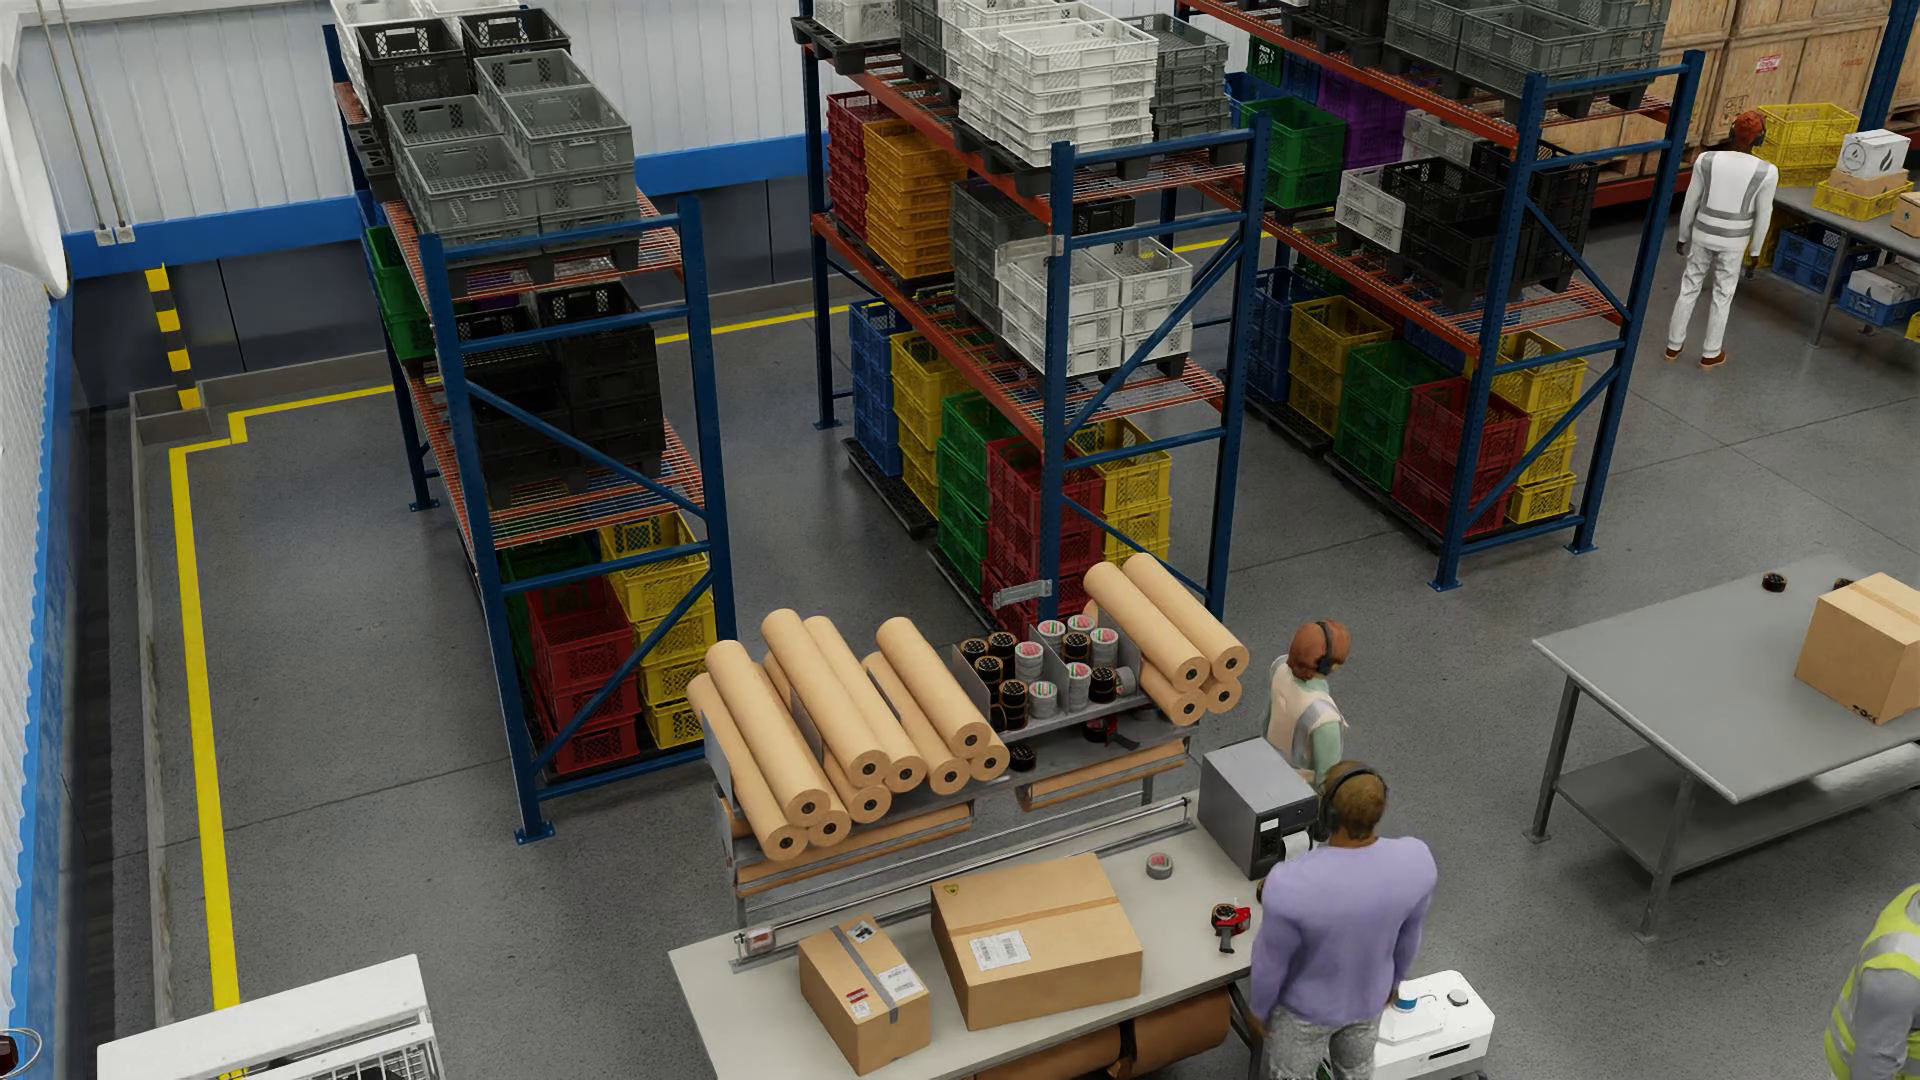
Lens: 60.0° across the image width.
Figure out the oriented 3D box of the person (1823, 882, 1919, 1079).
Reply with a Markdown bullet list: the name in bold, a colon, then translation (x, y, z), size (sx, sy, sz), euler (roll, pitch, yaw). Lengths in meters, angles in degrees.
- **person**: translation (3.128, 1.770, 5.589), size (0.429, 1.838, 0.621), euler (24, 39, 34)

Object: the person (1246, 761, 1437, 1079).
- **person**: translation (1.292, 1.580, 5.814), size (0.628, 1.930, 0.378), euler (-9, 33, -14)

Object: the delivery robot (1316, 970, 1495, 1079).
- **delivery robot**: translation (1.702, 1.920, 6.471), size (0.707, 0.478, 0.477), euler (-10, 33, -16)

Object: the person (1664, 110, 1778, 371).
- **person**: translation (5.428, -2.133, 11.881), size (0.585, 1.882, 0.343), euler (21, 38, 31)

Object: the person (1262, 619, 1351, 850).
- **person**: translation (1.408, 1.037, 6.965), size (0.310, 1.636, 0.523), euler (-9, 33, -15)
